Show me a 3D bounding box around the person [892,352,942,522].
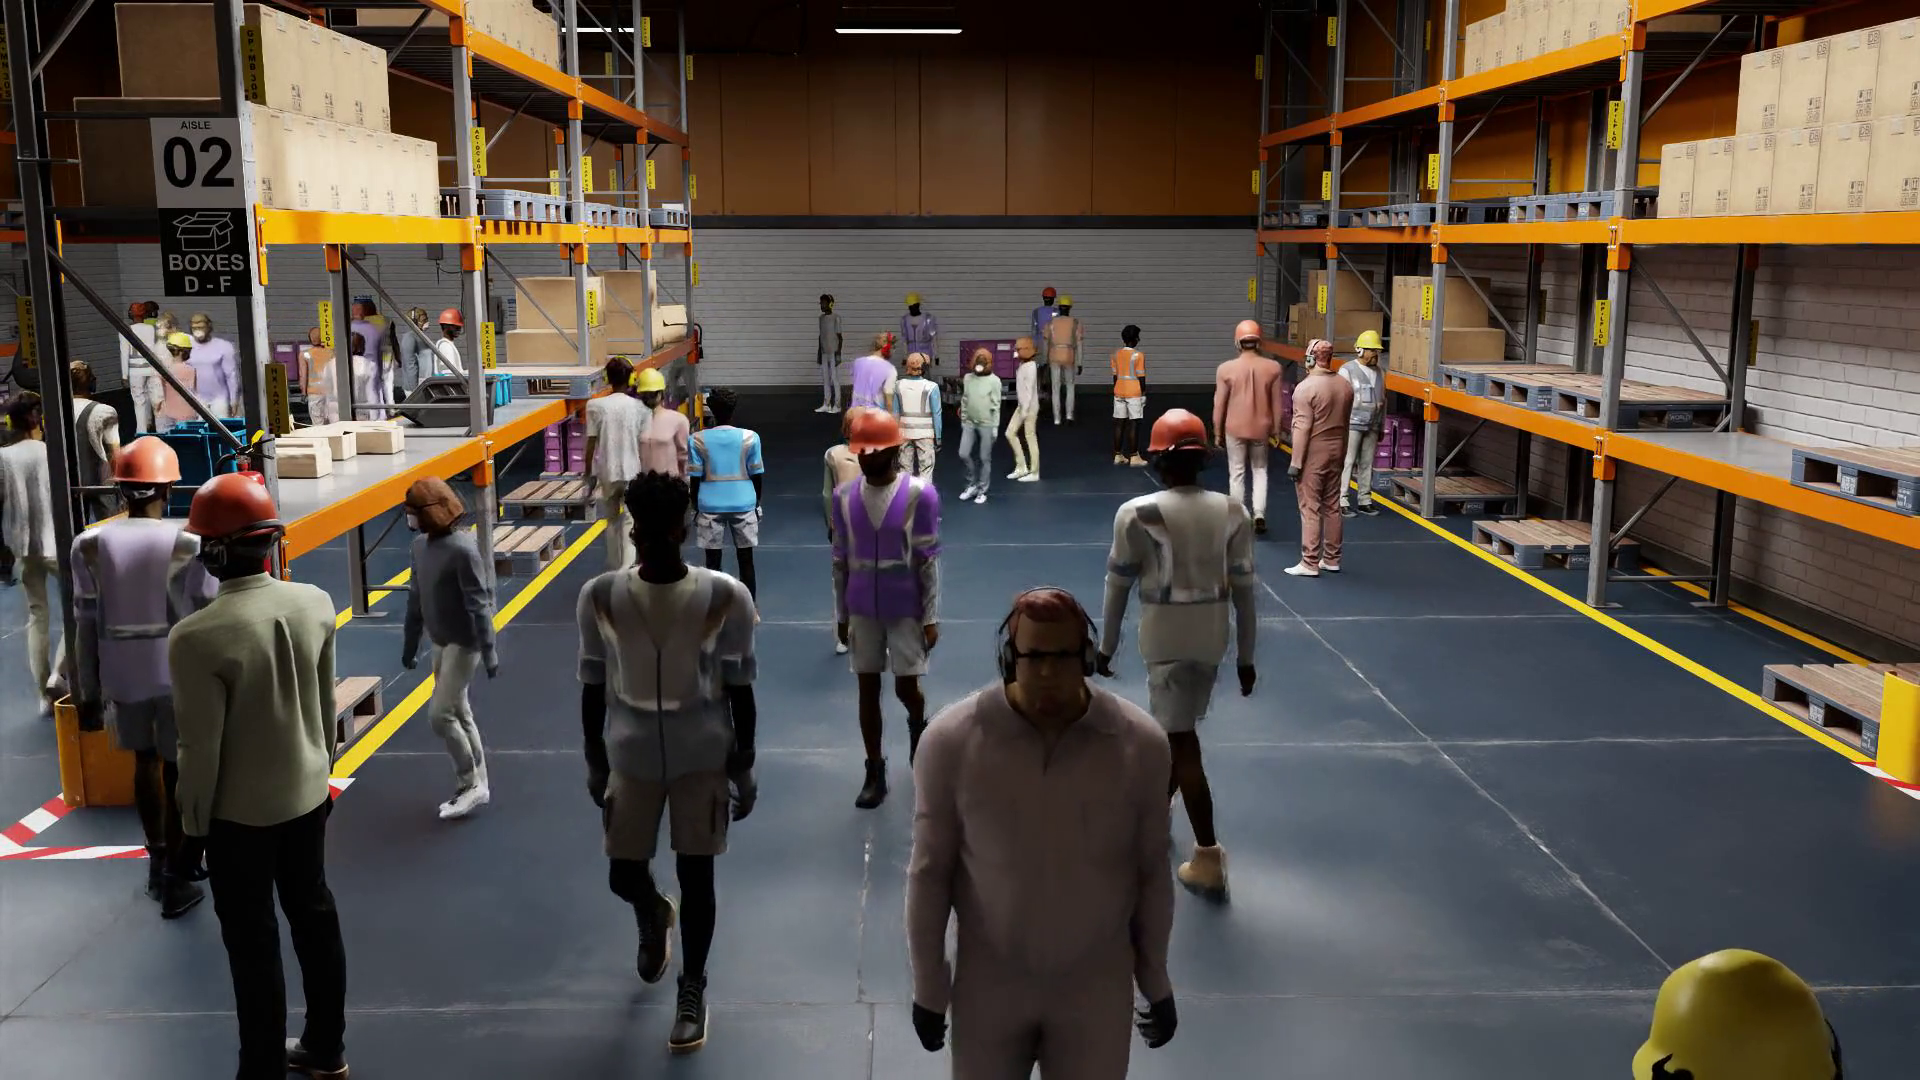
[{"bbox_3d":[-0.407,-0.971,15.871,0.524,1.639,0.308,5,11,26],"label":"person"}]

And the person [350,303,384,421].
[{"bbox_3d":[-7.970,-2.189,22.012,0.951,1.859,0.681,9,13,41],"label":"person"}]

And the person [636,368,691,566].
[{"bbox_3d":[-2.252,-0.394,12.311,0.533,1.766,0.327,0,10,1],"label":"person"}]

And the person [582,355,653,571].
[{"bbox_3d":[-2.496,-0.451,12.385,0.568,1.842,0.783,0,10,-2],"label":"person"}]

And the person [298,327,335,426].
[{"bbox_3d":[-7.852,-1.795,20.458,0.515,1.641,0.314,-8,13,-37],"label":"person"}]

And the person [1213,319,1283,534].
[{"bbox_3d":[2.594,-0.994,15.034,0.638,1.984,0.441,0,10,-1],"label":"person"}]

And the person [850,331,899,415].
[{"bbox_3d":[-0.922,-1.158,16.455,0.657,1.805,0.654,9,13,40],"label":"person"}]

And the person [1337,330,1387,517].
[{"bbox_3d":[3.941,-1.134,16.278,0.595,1.827,0.403,-5,11,-27],"label":"person"}]

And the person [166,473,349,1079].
[{"bbox_3d":[-2.144,0.787,5.089,0.376,1.995,0.612,4,11,21],"label":"person"}]

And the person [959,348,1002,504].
[{"bbox_3d":[0.214,-1.161,17.006,0.523,1.607,0.378,6,12,32],"label":"person"}]

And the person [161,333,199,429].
[{"bbox_3d":[-7.914,-1.259,17.145,0.553,1.743,0.668,5,11,27],"label":"person"}]

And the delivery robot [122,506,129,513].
[{"bbox_3d":[-7.364,-0.364,15.254,0.477,0.478,0.707,0,10,1],"label":"delivery robot"}]

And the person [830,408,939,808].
[{"bbox_3d":[-0.347,0.307,7.978,0.546,1.916,0.576,3,11,15],"label":"person"}]

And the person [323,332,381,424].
[{"bbox_3d":[-6.101,-1.200,16.770,0.629,1.788,0.977,2,10,9],"label":"person"}]

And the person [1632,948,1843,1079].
[{"bbox_3d":[1.023,1.401,2.308,0.325,1.767,0.531,-7,12,-34],"label":"person"}]

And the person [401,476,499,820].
[{"bbox_3d":[-2.381,0.507,7.698,0.544,1.613,0.459,9,14,42],"label":"person"}]

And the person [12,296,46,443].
[{"bbox_3d":[-11.046,-1.902,19.940,0.684,2.000,0.536,10,14,44],"label":"person"}]

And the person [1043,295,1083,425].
[{"bbox_3d":[1.519,-2.653,24.508,0.597,1.898,0.730,1,10,7],"label":"person"}]

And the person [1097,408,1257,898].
[{"bbox_3d":[0.932,0.439,7.092,0.610,1.981,1.060,-4,11,-22],"label":"person"}]

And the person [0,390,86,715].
[{"bbox_3d":[-5.203,0.075,9.461,0.551,1.851,0.397,-2,10,-9],"label":"person"}]

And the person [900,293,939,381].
[{"bbox_3d":[-0.651,-2.908,25.955,0.608,1.892,0.507,5,11,25],"label":"person"}]

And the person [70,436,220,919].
[{"bbox_3d":[-3.209,0.532,6.726,0.565,1.912,0.660,-1,10,-8],"label":"person"}]

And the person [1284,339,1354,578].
[{"bbox_3d":[2.859,-0.656,13.378,0.651,1.906,0.401,-8,13,-38],"label":"person"}]

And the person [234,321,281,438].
[{"bbox_3d":[-9.395,-2.159,22.107,0.947,1.787,0.591,-8,13,-38],"label":"person"}]

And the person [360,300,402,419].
[{"bbox_3d":[-8.874,-2.745,25.311,0.691,1.801,0.734,-5,11,-25],"label":"person"}]

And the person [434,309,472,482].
[{"bbox_3d":[-5.703,-1.622,18.688,0.379,1.931,0.548,-4,11,-19],"label":"person"}]

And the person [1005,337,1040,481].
[{"bbox_3d":[0.687,-1.452,18.589,0.485,1.613,0.538,-2,10,-11],"label":"person"}]

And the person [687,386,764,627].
[{"bbox_3d":[-1.618,-0.218,11.525,0.533,1.694,0.319,-2,10,-9],"label":"person"}]

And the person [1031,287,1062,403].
[{"bbox_3d":[1.466,-3.242,27.696,0.549,1.936,0.377,4,11,22],"label":"person"}]

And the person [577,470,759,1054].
[{"bbox_3d":[-0.978,0.714,5.632,0.608,1.952,0.553,0,10,-2],"label":"person"}]

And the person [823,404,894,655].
[{"bbox_3d":[-0.648,-0.054,10.761,0.515,1.640,0.315,5,11,25],"label":"person"}]

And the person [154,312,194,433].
[{"bbox_3d":[-8.656,-1.572,18.561,0.672,1.914,0.371,3,11,16],"label":"person"}]

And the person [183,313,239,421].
[{"bbox_3d":[-8.154,-1.499,18.052,0.664,1.916,0.567,-2,10,-10],"label":"person"}]

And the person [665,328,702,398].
[{"bbox_3d":[-4.194,-2.670,25.153,0.895,1.702,0.493,-8,13,-36],"label":"person"}]

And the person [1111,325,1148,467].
[{"bbox_3d":[2.034,-1.727,19.927,0.318,1.698,0.533,-9,13,-40],"label":"person"}]

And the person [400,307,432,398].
[{"bbox_3d":[-6.199,-1.697,19.088,0.372,1.940,0.632,-1,10,-8],"label":"person"}]

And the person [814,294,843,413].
[{"bbox_3d":[-2.056,-2.918,26.092,0.310,1.864,0.534,-10,14,-44],"label":"person"}]

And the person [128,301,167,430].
[{"bbox_3d":[-11.516,-2.490,23.772,0.632,1.842,0.429,0,10,1],"label":"person"}]

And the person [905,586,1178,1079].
[{"bbox_3d":[0.209,1.032,4.092,0.682,1.913,0.702,0,10,-2],"label":"person"}]

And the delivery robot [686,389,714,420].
[{"bbox_3d":[-3.634,-1.947,24.066,0.707,0.478,0.477,8,13,37],"label":"delivery robot"}]

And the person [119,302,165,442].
[{"bbox_3d":[-10.811,-2.196,22.015,0.341,1.882,0.587,8,13,38],"label":"person"}]

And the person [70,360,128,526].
[{"bbox_3d":[-6.218,-0.359,11.890,0.504,1.847,0.345,-2,10,-9],"label":"person"}]
